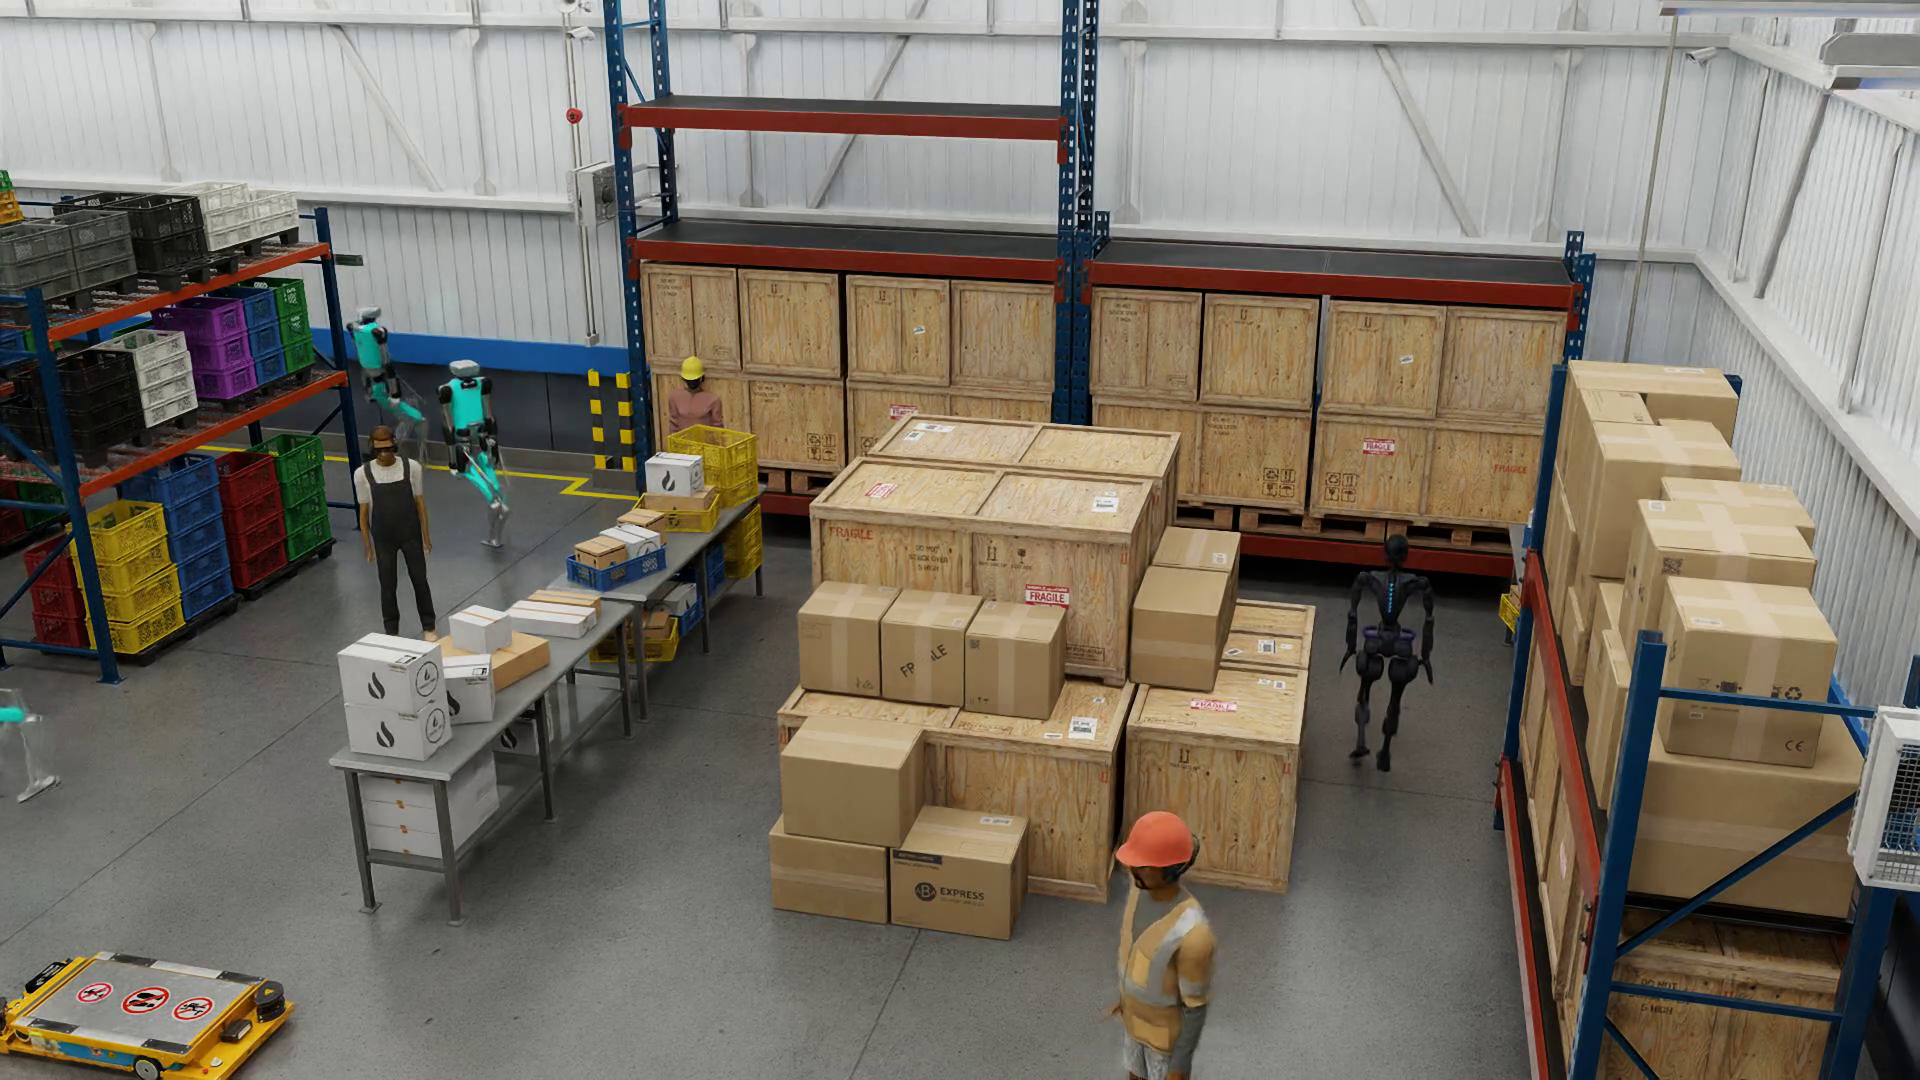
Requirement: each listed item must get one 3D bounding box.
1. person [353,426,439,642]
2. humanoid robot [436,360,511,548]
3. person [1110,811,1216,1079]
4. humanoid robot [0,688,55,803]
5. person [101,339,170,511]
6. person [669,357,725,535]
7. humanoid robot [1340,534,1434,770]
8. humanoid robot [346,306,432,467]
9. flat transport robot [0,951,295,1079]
[{"bbox_3d":[-4.375,-0.017,12.904,0.505,1.836,0.331,-9,23,-22],"label":"person"},{"bbox_3d":[-4.196,-0.663,14.799,0.758,1.831,0.542,16,26,36],"label":"humanoid robot"},{"bbox_3d":[0.827,2.070,7.146,0.376,2.045,0.605,-8,22,-19],"label":"person"},{"bbox_3d":[-6.189,0.972,10.541,1.052,1.779,0.546,-6,22,-16],"label":"humanoid robot"},{"bbox_3d":[-7.310,-0.844,14.823,0.660,2.004,0.717,5,22,13],"label":"person"},{"bbox_3d":[-2.380,-0.813,15.090,0.523,1.761,0.336,4,21,10],"label":"person"},{"bbox_3d":[2.860,0.749,11.110,0.609,1.642,0.348,5,22,14],"label":"humanoid robot"},{"bbox_3d":[-5.806,-1.579,17.144,0.531,1.797,0.793,14,25,32],"label":"humanoid robot"},{"bbox_3d":[-4.270,2.464,8.601,1.431,0.231,0.659,5,22,13],"label":"flat transport robot"}]
